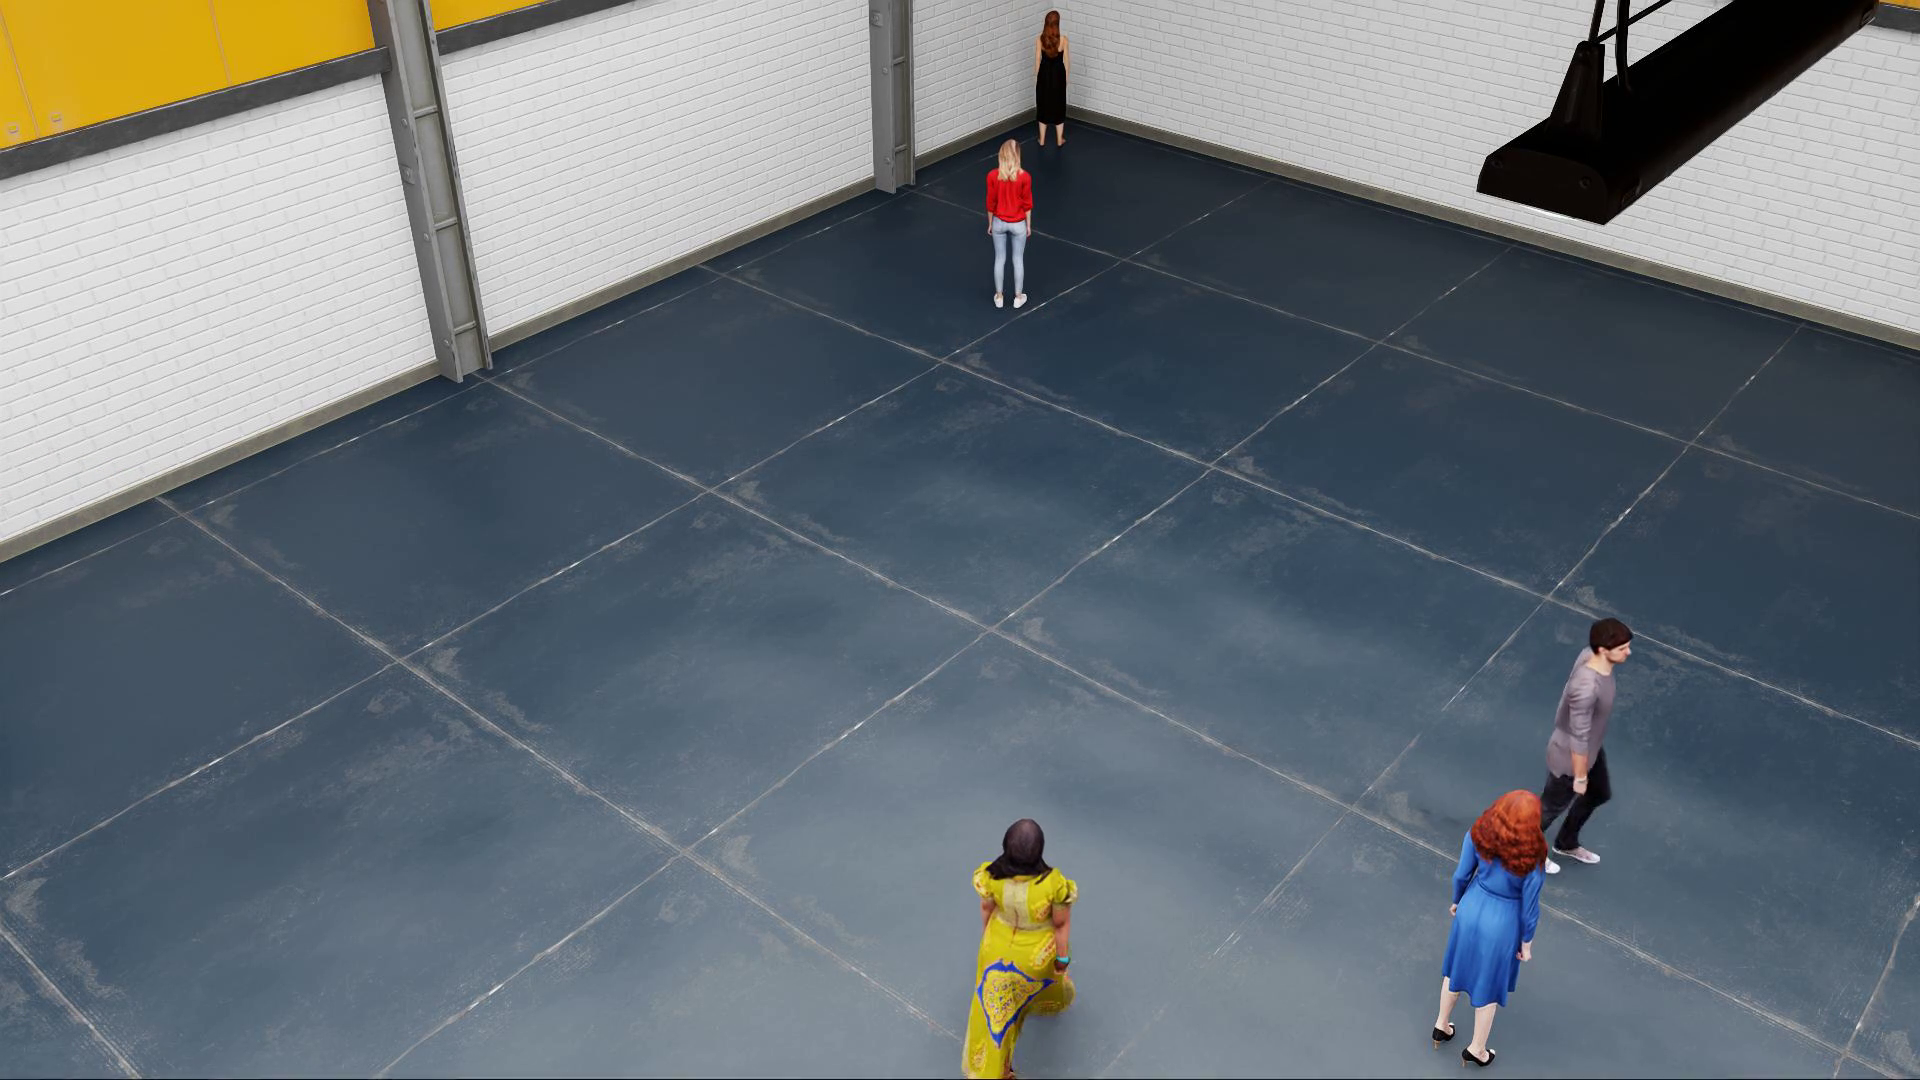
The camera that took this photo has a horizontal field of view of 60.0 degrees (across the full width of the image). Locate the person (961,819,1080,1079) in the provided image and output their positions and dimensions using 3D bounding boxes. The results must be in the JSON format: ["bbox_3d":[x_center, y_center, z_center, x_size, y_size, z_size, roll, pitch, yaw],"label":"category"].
[{"bbox_3d":[0.302,2.155,8.465,1.132,1.604,1.439,7,34,10],"label":"person"}]

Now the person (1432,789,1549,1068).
[{"bbox_3d":[2.695,1.992,8.508,0.620,1.827,0.654,-25,41,-33],"label":"person"}]

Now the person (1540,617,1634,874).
[{"bbox_3d":[3.511,1.189,9.710,0.819,1.834,0.706,18,37,25],"label":"person"}]

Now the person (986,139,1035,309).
[{"bbox_3d":[0.480,-3.083,16.253,0.687,1.705,0.691,4,34,6],"label":"person"}]

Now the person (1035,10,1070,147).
[{"bbox_3d":[1.101,-5.568,20.065,0.672,1.624,0.714,3,34,4],"label":"person"}]
